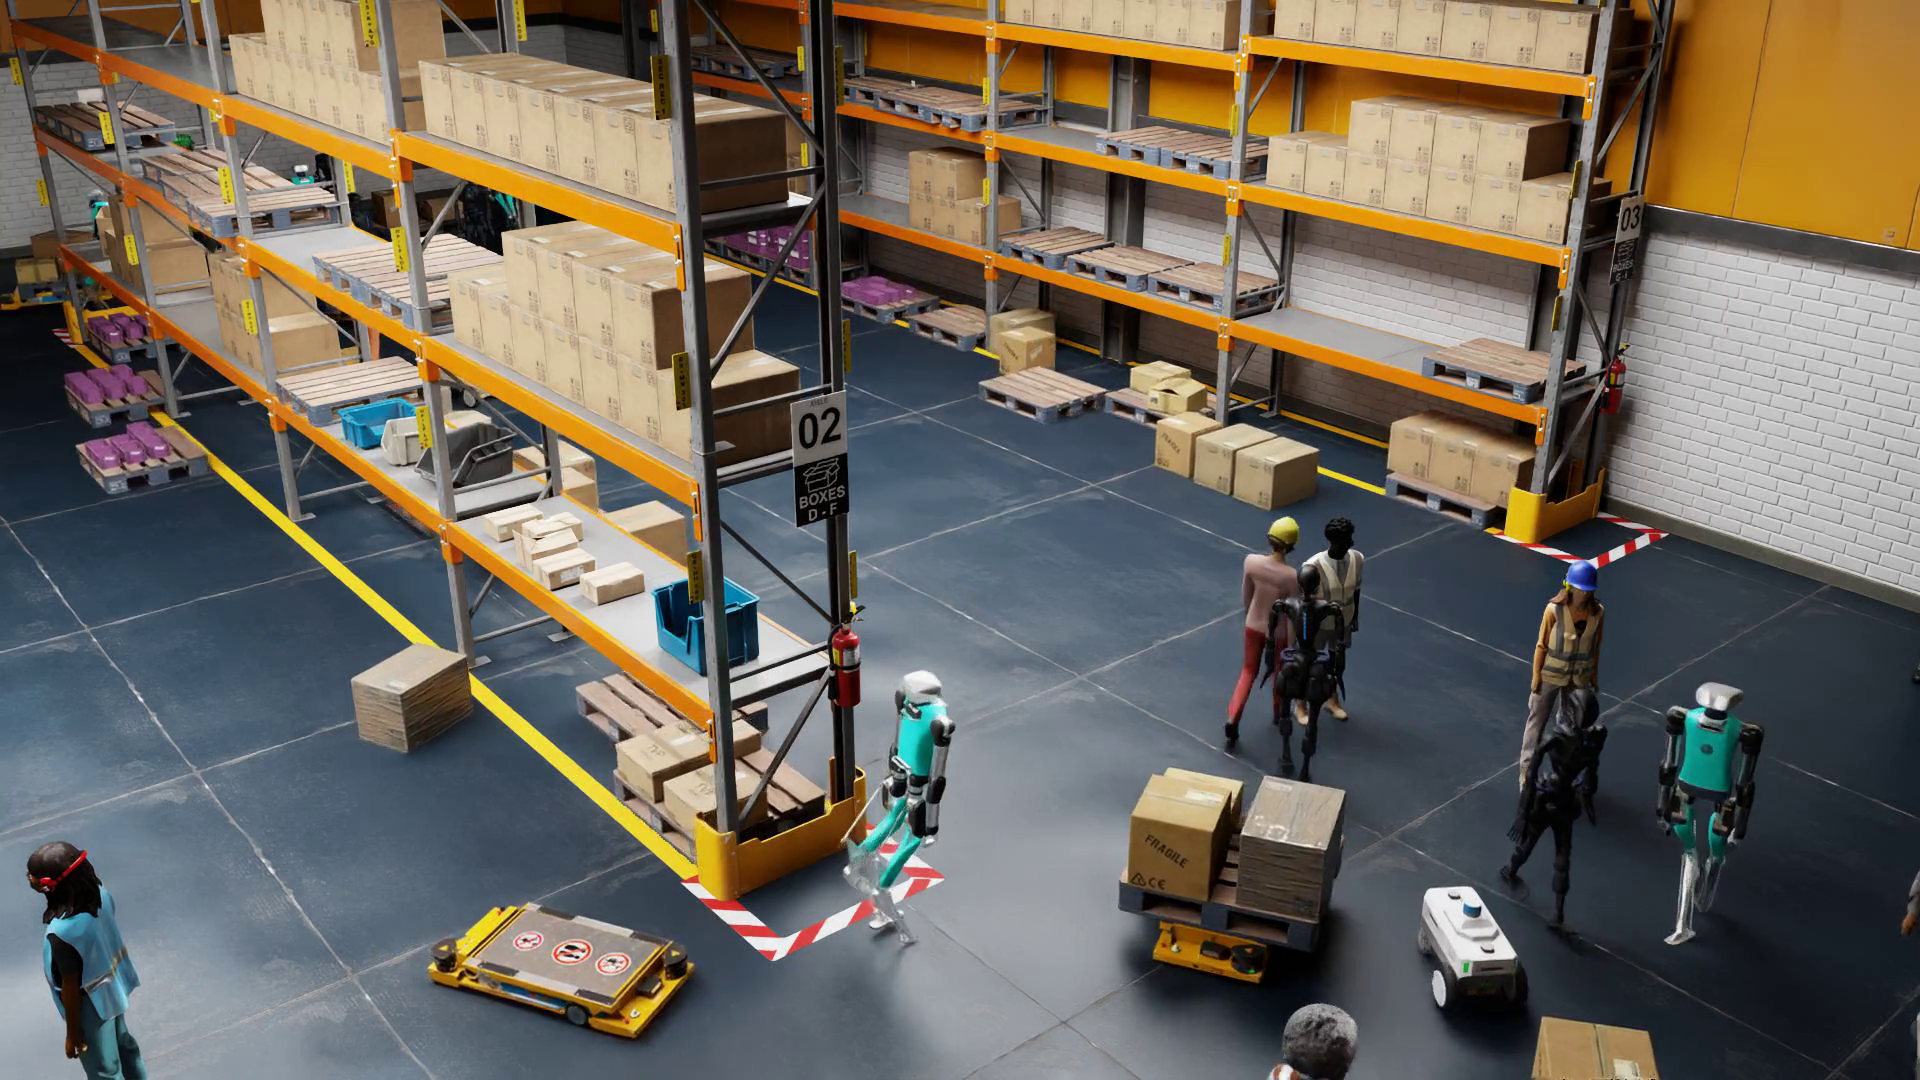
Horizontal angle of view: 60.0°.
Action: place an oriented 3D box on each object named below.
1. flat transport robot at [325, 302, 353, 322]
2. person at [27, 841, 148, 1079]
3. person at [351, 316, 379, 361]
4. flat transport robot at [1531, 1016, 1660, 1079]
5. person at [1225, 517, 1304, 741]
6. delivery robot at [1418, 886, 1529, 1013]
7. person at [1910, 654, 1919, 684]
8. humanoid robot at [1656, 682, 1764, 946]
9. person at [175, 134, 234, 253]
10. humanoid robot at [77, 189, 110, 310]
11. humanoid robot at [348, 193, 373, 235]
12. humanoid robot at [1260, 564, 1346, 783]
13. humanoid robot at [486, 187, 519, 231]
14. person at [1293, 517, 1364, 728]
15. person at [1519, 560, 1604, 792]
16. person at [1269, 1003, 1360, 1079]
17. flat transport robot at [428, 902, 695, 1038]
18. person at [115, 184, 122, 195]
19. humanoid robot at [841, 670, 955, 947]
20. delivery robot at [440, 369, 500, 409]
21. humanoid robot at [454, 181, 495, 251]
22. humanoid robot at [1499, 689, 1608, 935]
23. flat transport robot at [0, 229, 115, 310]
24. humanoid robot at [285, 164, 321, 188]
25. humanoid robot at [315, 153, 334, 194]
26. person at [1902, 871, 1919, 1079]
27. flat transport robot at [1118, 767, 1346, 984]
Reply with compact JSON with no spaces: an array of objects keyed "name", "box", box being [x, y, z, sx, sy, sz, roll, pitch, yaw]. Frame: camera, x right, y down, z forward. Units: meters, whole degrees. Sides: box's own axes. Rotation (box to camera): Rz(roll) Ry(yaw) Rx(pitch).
[{"name":"flat transport robot","box":[-7.948,-3.148,22.934,1.431,0.231,0.659,4,24,10]},{"name":"person","box":[-4.302,2.319,8.275,0.395,1.862,0.507,-3,24,-7]},{"name":"person","box":[-7.174,-2.724,20.076,0.493,1.759,0.335,15,27,30]},{"name":"flat transport robot","box":[3.299,3.333,7.926,1.431,0.231,0.659,5,24,12]},{"name":"person","box":[2.265,0.656,12.273,0.525,1.738,0.765,15,27,31]},{"name":"delivery robot","box":[2.986,2.392,9.767,0.499,0.613,0.814,-2,23,-5]},{"name":"person","box":[7.821,0.262,12.951,0.548,1.927,0.390,13,27,28]},{"name":"humanoid robot","box":[4.577,1.626,10.146,0.539,1.861,0.789,17,29,34]},{"name":"person","box":[-11.927,-5.411,26.108,0.868,1.897,0.575,-11,26,-24]},{"name":"humanoid robot","box":[-11.859,-3.851,22.728,0.694,1.807,0.544,-20,30,-38]},{"name":"humanoid robot","box":[-8.270,-4.016,23.196,0.422,1.645,0.609,5,24,11]},{"name":"humanoid robot","box":[2.422,0.934,11.701,0.601,1.643,0.428,6,24,13]},{"name":"humanoid robot","box":[-7.290,-5.558,26.801,0.537,1.898,0.736,-21,31,-40]},{"name":"person","box":[2.762,0.604,12.453,0.535,1.692,0.319,-10,25,-21]},{"name":"person","box":[4.194,0.955,11.526,0.471,1.778,0.310,-1,23,-3]},{"name":"person","box":[1.552,2.799,7.382,0.479,1.676,0.340,11,26,23]},{"name":"flat transport robot","box":[-2.358,2.510,9.832,1.431,0.231,0.659,9,25,20]},{"name":"person","box":[-12.059,-4.741,24.614,0.695,1.863,0.520,3,24,8]},{"name":"humanoid robot","box":[-0.430,1.678,9.940,0.769,1.804,0.535,-14,27,-30]},{"name":"delivery robot","box":[-5.782,-1.887,19.665,0.794,0.606,0.499,14,27,30]},{"name":"humanoid robot","box":[-7.248,-4.738,24.839,0.589,1.656,0.329,0,23,-1]},{"name":"humanoid robot","box":[3.650,1.609,10.216,0.610,1.616,0.786,-9,25,-21]},{"name":"flat transport robot","box":[-12.912,-3.533,23.826,1.431,0.231,0.659,-10,25,-23]},{"name":"humanoid robot","box":[-9.760,-4.760,24.695,0.530,1.703,0.727,-19,29,-36]},{"name":"humanoid robot","box":[-10.265,-5.782,27.295,0.589,1.635,0.717,10,25,23]},{"name":"person","box":[5.381,2.076,8.805,0.571,1.873,0.779,3,24,6]},{"name":"flat transport robot","box":[1.715,2.238,10.461,0.659,0.231,1.431,9,25,19]}]
